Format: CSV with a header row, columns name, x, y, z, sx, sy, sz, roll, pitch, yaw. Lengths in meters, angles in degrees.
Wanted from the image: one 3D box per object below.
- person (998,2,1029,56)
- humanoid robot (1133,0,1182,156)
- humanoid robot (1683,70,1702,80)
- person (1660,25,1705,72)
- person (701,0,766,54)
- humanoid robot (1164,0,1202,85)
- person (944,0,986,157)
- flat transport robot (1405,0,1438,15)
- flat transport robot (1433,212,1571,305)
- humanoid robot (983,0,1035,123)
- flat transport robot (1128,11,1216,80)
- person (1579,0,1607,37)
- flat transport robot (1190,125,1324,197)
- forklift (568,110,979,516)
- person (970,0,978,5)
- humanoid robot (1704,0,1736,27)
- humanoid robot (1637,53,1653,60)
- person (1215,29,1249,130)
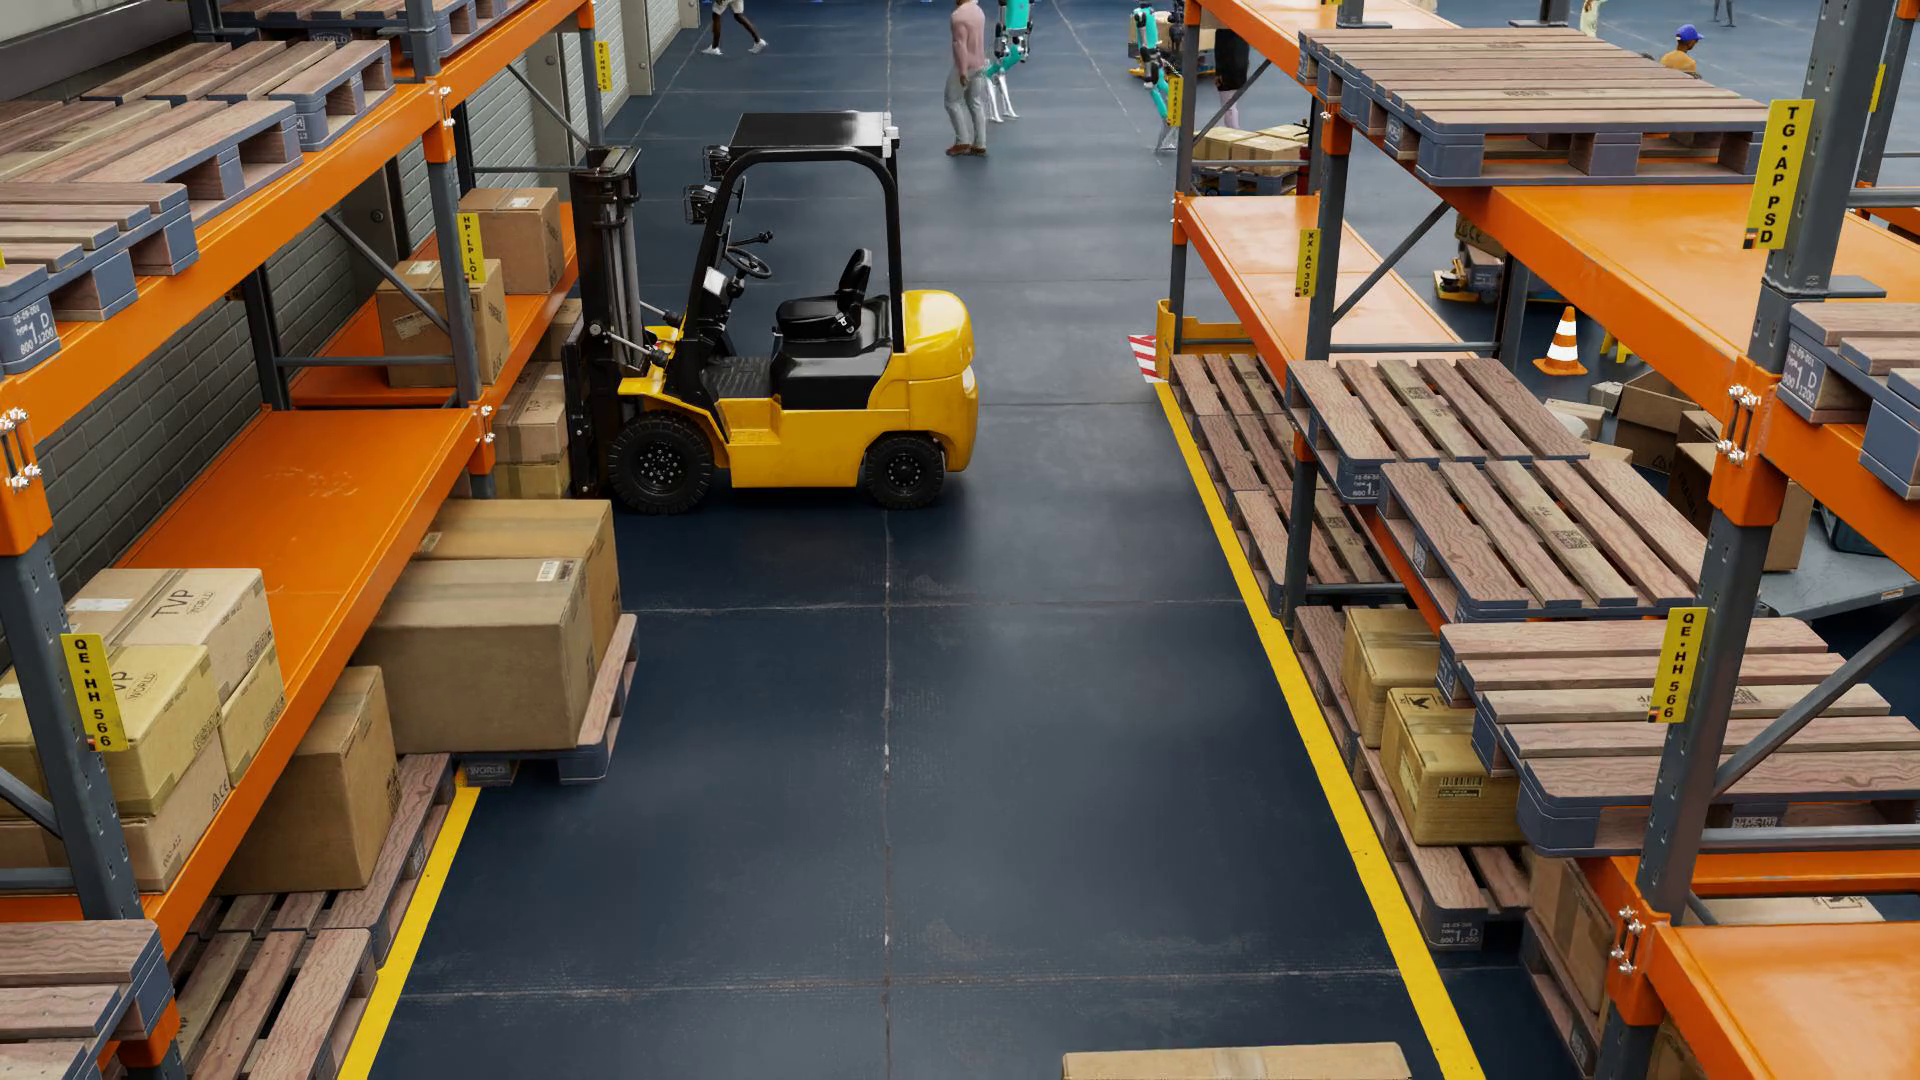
name,x,y,z,sx,sy,sz,roll,pitch,yaw
person,0.811,-8.050,24.527,0.563,1.832,0.416,-7,26,-14
humanoid robot,2.311,-5.137,18.571,0.814,1.856,0.547,8,26,16
humanoid robot,6.305,-3.329,14.775,0.804,1.633,0.586,4,26,9
person,7.147,-4.278,16.666,0.367,1.717,0.457,-12,28,-23
person,-3.415,-8.177,24.773,0.916,1.851,0.577,10,27,21
humanoid robot,2.989,-6.982,22.459,0.610,1.637,0.600,11,27,22
person,0.078,-5.221,18.432,0.517,1.909,0.651,15,29,28
flat transport robot,6.759,-8.092,26.441,0.659,0.231,1.431,22,33,39
flat transport robot,4.702,-2.135,13.824,1.431,0.231,0.659,4,26,9
humanoid robot,0.535,-5.978,20.204,0.537,1.761,0.704,-18,31,-33
flat transport robot,3.138,-6.663,23.415,1.431,0.231,0.659,-16,30,-30
person,9.025,-7.632,23.615,0.352,1.864,0.679,18,30,33
flat transport robot,2.982,-3.530,16.779,1.431,0.231,0.659,16,30,30
forklift,-1.043,-1.379,9.976,2.313,2.155,1.214,-1,25,-2
person,0.162,-7.862,24.223,0.336,1.742,0.562,-2,25,-3
humanoid robot,12.675,-9.324,27.414,0.534,1.641,0.593,13,28,25
humanoid robot,6.256,-3.764,15.660,0.752,1.621,0.589,-5,26,-10
person,3.008,-5.233,18.565,0.445,1.833,0.543,18,31,34
